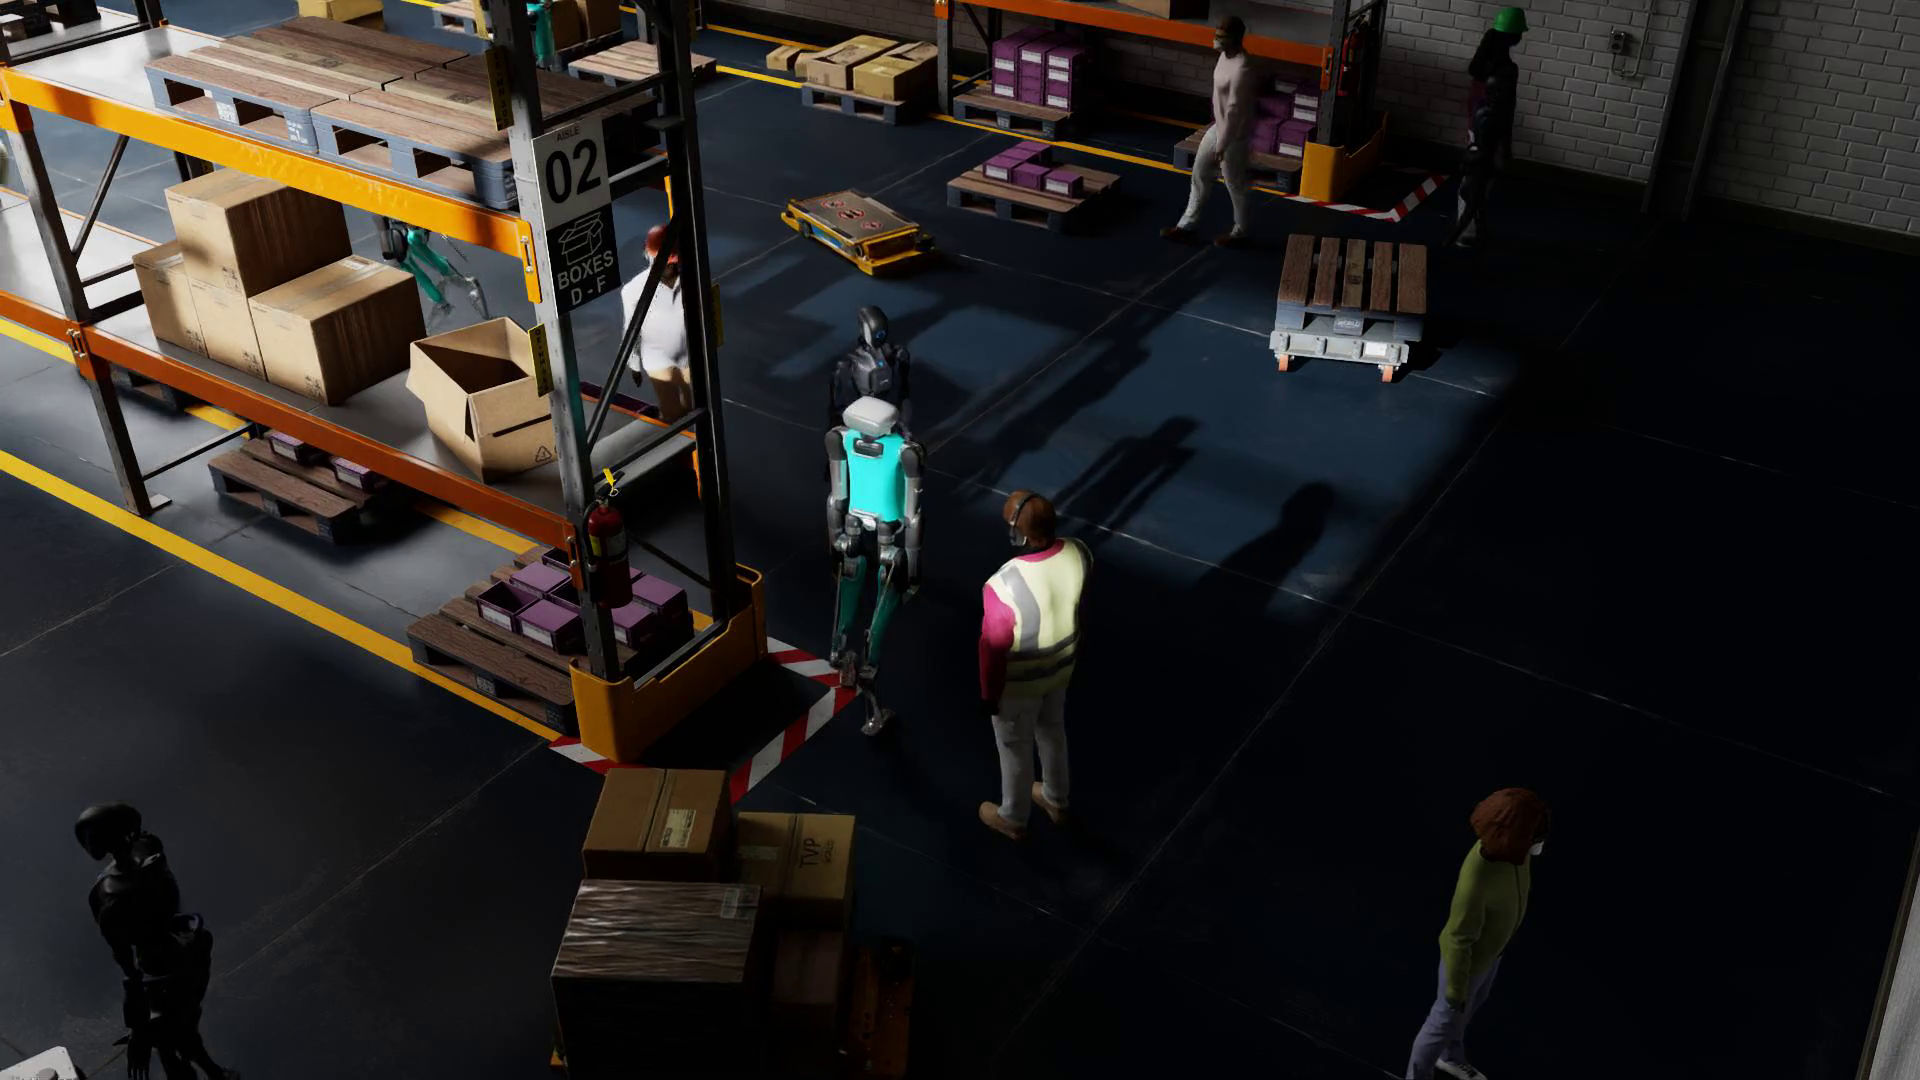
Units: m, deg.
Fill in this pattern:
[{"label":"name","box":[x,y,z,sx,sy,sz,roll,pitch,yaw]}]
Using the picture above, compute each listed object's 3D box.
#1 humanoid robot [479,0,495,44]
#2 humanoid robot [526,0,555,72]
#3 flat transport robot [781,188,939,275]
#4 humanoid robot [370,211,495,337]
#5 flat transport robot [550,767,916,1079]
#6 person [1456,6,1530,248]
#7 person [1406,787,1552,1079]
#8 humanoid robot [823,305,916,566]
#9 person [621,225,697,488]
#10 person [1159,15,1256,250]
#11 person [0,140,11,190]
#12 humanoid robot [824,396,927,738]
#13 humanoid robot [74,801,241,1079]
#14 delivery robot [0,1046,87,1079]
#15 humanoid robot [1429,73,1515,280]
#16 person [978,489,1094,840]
[{"label":"humanoid robot","box":[-4.294,-4.984,16.229,0.723,1.836,0.534,24,40,32]},{"label":"humanoid robot","box":[-3.943,-4.036,14.808,0.789,1.844,0.530,3,33,5]},{"label":"flat transport robot","box":[-0.852,-2.588,13.850,0.659,0.231,1.431,-21,39,-29]},{"label":"humanoid robot","box":[-3.667,-2.094,11.773,0.909,1.800,0.548,6,34,9]},{"label":"flat transport robot","box":[-0.918,1.932,6.904,1.431,0.231,0.659,1,33,2]},{"label":"person","box":[4.267,-3.313,13.434,0.445,1.954,0.496,-11,35,-17]},{"label":"person","box":[1.946,1.553,6.242,0.282,1.624,0.491,23,40,31]},{"label":"humanoid robot","box":[-0.525,-0.589,9.486,0.613,1.640,0.371,-23,39,-31]},{"label":"person","box":[-1.821,-1.195,10.358,0.583,1.735,0.582,-22,39,-30]},{"label":"person","box":[2.024,-3.235,13.336,0.876,1.909,0.649,-3,33,-4]},{"label":"person","box":[-8.307,-3.627,14.130,0.644,1.698,0.585,1,33,1]},{"label":"humanoid robot","box":[-0.529,0.202,8.206,0.591,1.764,0.806,15,36,22]},{"label":"humanoid robot","box":[-2.933,1.624,6.084,0.354,1.652,0.609,-5,33,-8]},{"label":"delivery robot","box":[-3.606,2.232,6.198,0.811,0.614,0.499,-23,39,-31]},{"label":"humanoid robot","box":[4.098,-2.872,13.034,0.629,1.638,0.627,18,37,25]},{"label":"person","box":[0.311,0.584,7.550,0.430,1.833,0.625,28,42,36]}]
